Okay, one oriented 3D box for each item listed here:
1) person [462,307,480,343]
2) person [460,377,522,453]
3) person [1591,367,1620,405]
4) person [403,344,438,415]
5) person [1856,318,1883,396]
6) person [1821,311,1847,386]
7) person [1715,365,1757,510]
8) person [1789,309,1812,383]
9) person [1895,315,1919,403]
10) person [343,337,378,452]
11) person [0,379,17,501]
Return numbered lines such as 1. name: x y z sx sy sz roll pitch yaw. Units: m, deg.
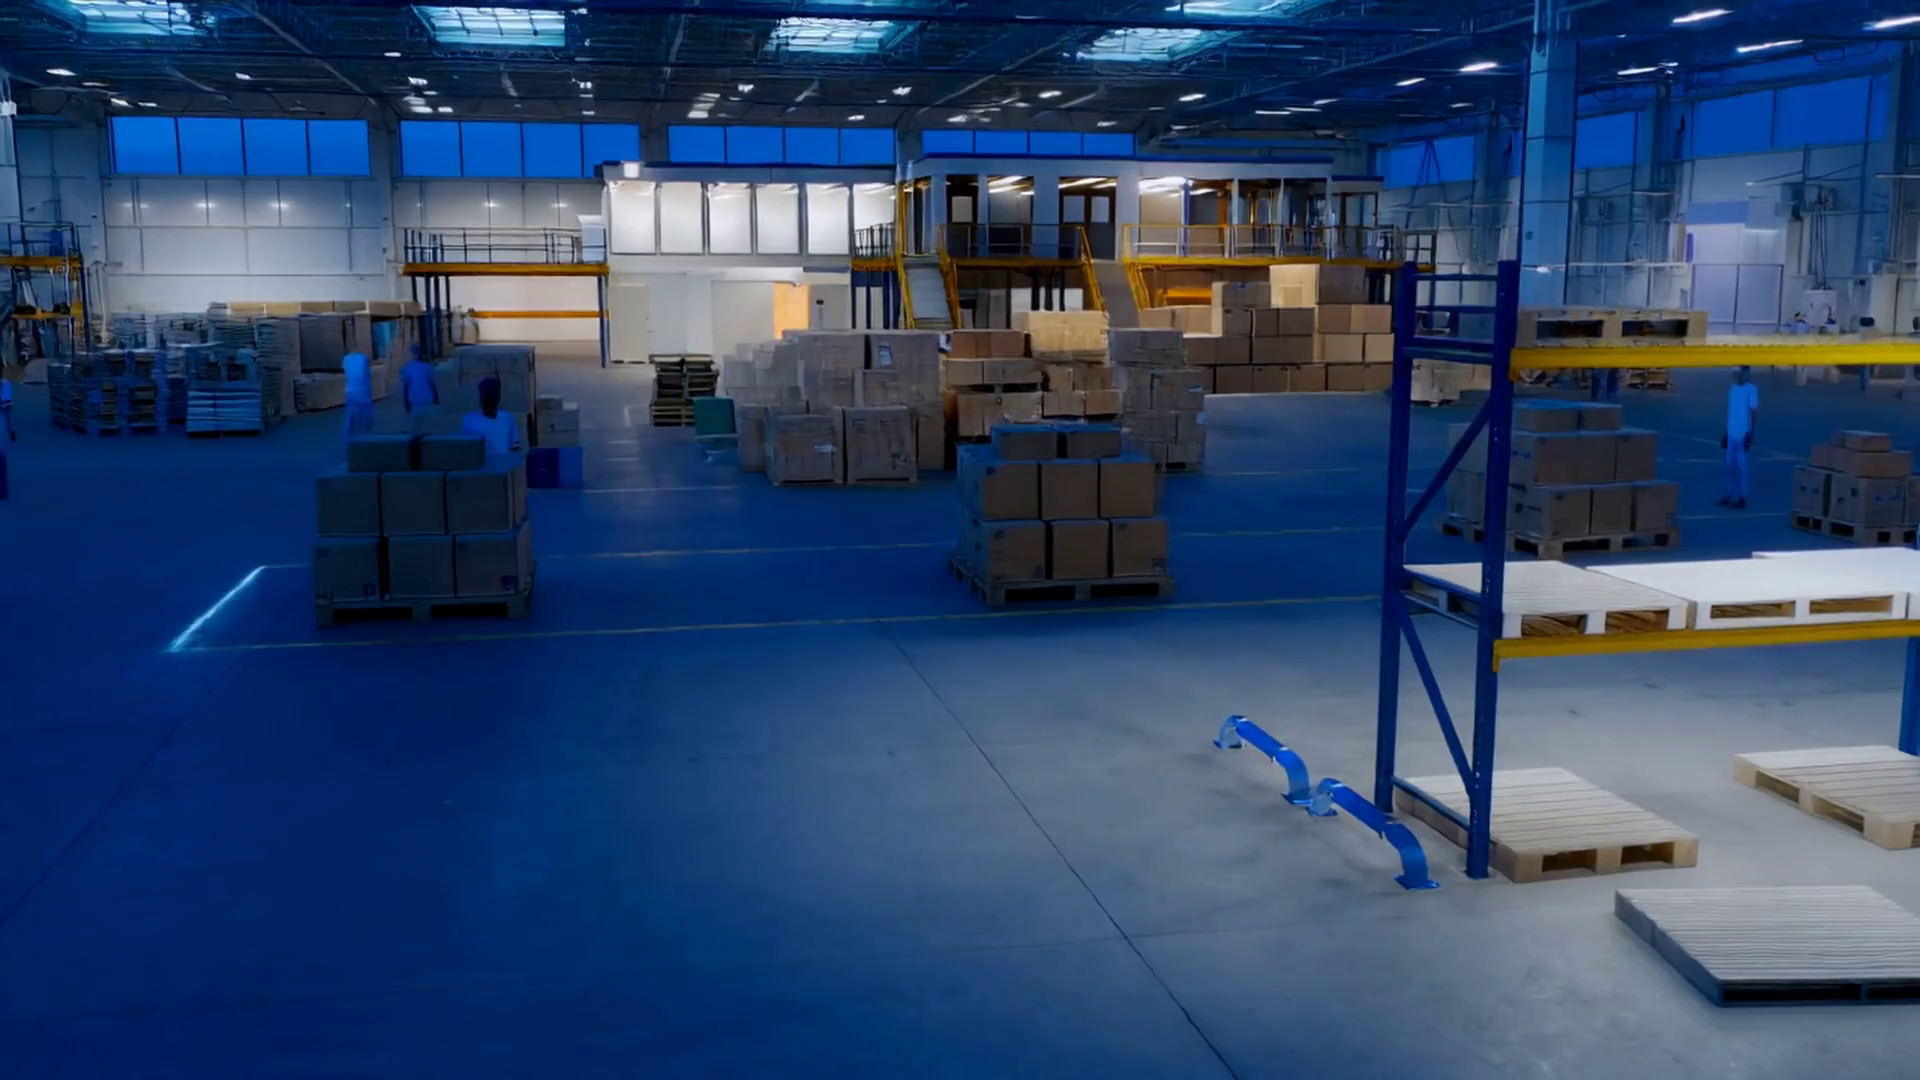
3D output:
1. person: -14.836 -6.153 50.407 0.524 1.817 0.729 -1 9 -4
2. person: -4.641 -0.656 16.481 0.615 1.941 0.774 -7 12 -36
3. person: 13.775 -3.694 35.408 0.631 1.807 0.870 -1 9 -7
4. person: -8.239 -2.088 25.532 0.560 1.829 0.917 -1 9 -3
5. person: 21.264 -4.287 39.021 0.646 1.813 0.793 2 10 12
6. person: 22.078 -4.826 42.025 0.655 1.896 0.508 7 12 37
7. person: 9.689 -1.293 20.657 0.359 1.853 0.602 -1 9 -8
8. person: 21.775 -5.003 43.045 0.603 1.920 0.607 1 9 3
9. person: 21.361 -4.043 37.135 0.649 1.935 1.043 1 9 3
10. person: -9.837 -2.385 27.255 0.618 1.861 0.950 4 10 21
11. person: -12.404 -1.423 21.225 0.584 1.913 0.629 -3 10 -19
